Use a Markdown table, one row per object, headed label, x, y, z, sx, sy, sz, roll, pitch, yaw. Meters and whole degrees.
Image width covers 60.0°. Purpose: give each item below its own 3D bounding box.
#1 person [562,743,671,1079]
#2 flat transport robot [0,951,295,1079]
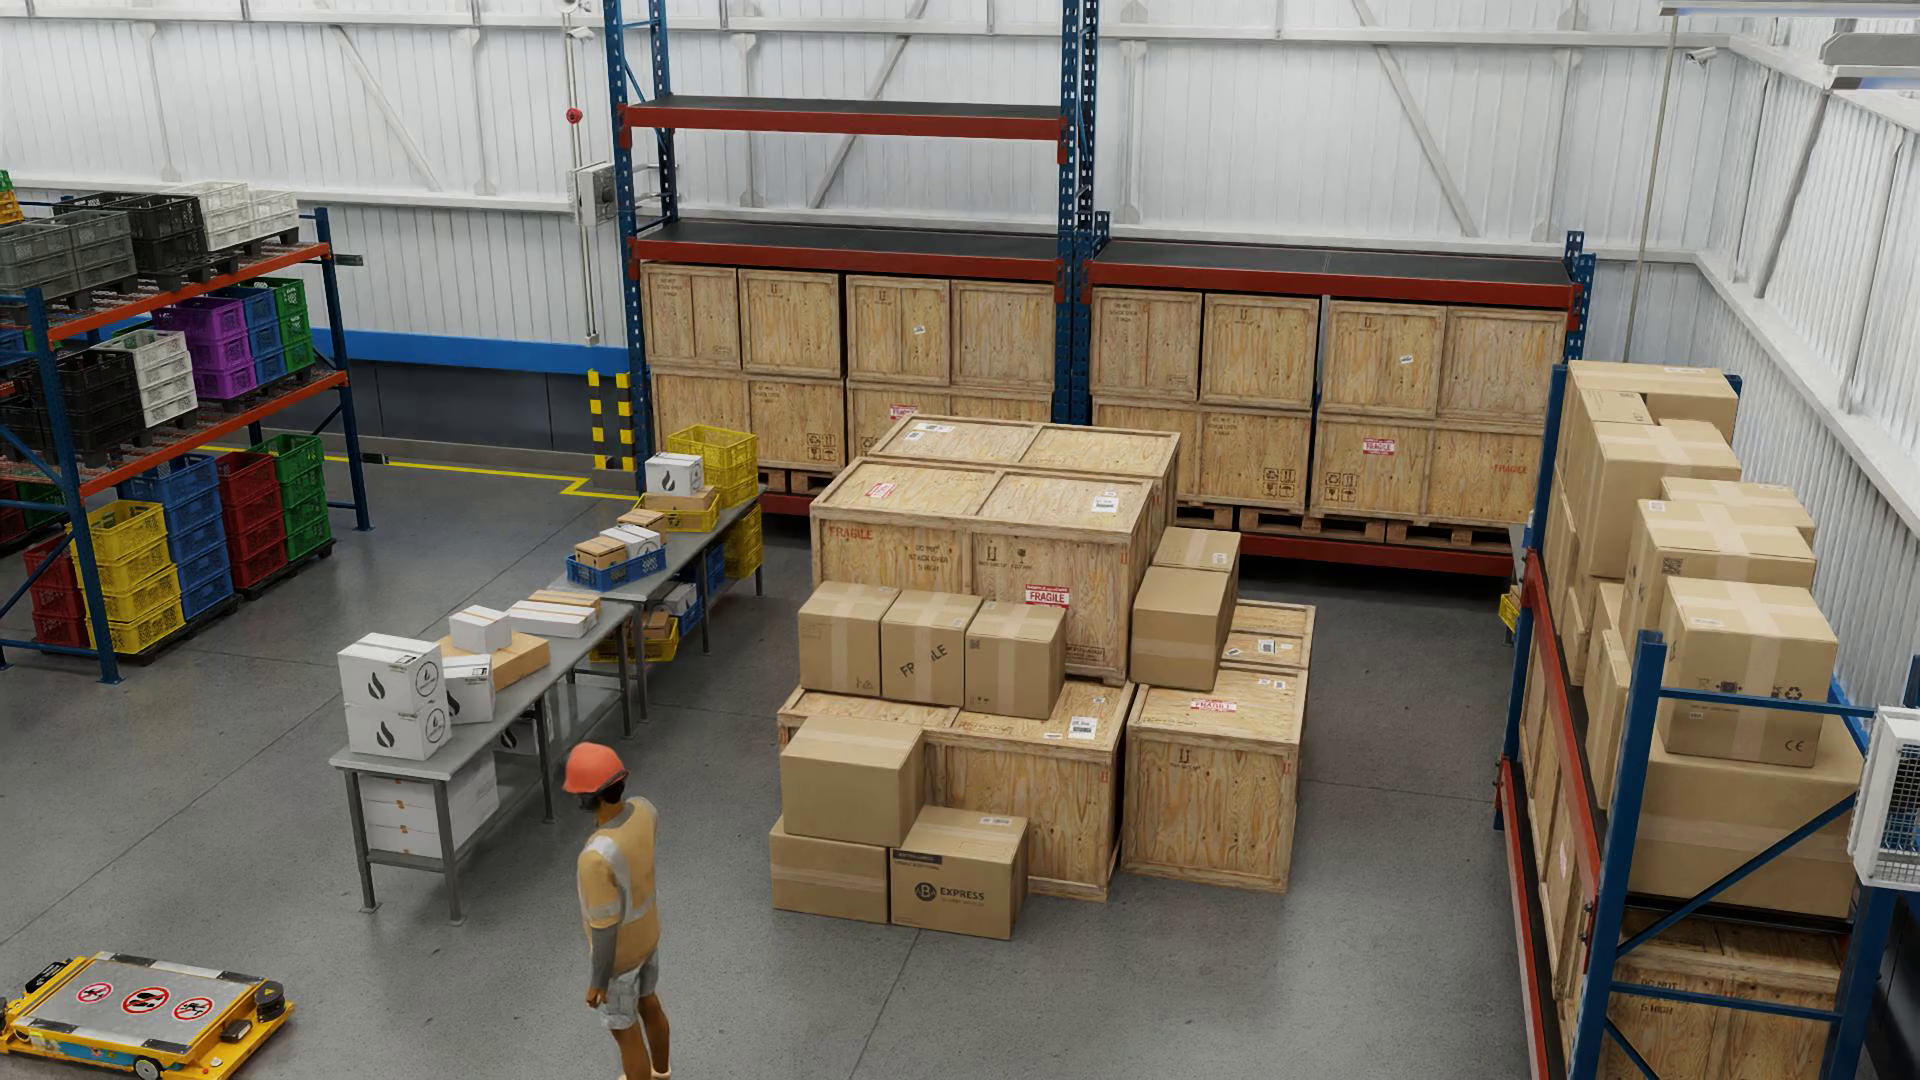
| label | x | y | z | sx | sy | sz | roll | pitch | yaw |
| --- | --- | --- | --- | --- | --- | --- | --- | --- | --- |
| person | -1.594 | 1.865 | 7.702 | 0.403 | 2.030 | 0.606 | 5 | 21 | 13 |
| flat transport robot | -4.270 | 2.464 | 8.601 | 1.431 | 0.231 | 0.659 | 5 | 22 | 13 |
